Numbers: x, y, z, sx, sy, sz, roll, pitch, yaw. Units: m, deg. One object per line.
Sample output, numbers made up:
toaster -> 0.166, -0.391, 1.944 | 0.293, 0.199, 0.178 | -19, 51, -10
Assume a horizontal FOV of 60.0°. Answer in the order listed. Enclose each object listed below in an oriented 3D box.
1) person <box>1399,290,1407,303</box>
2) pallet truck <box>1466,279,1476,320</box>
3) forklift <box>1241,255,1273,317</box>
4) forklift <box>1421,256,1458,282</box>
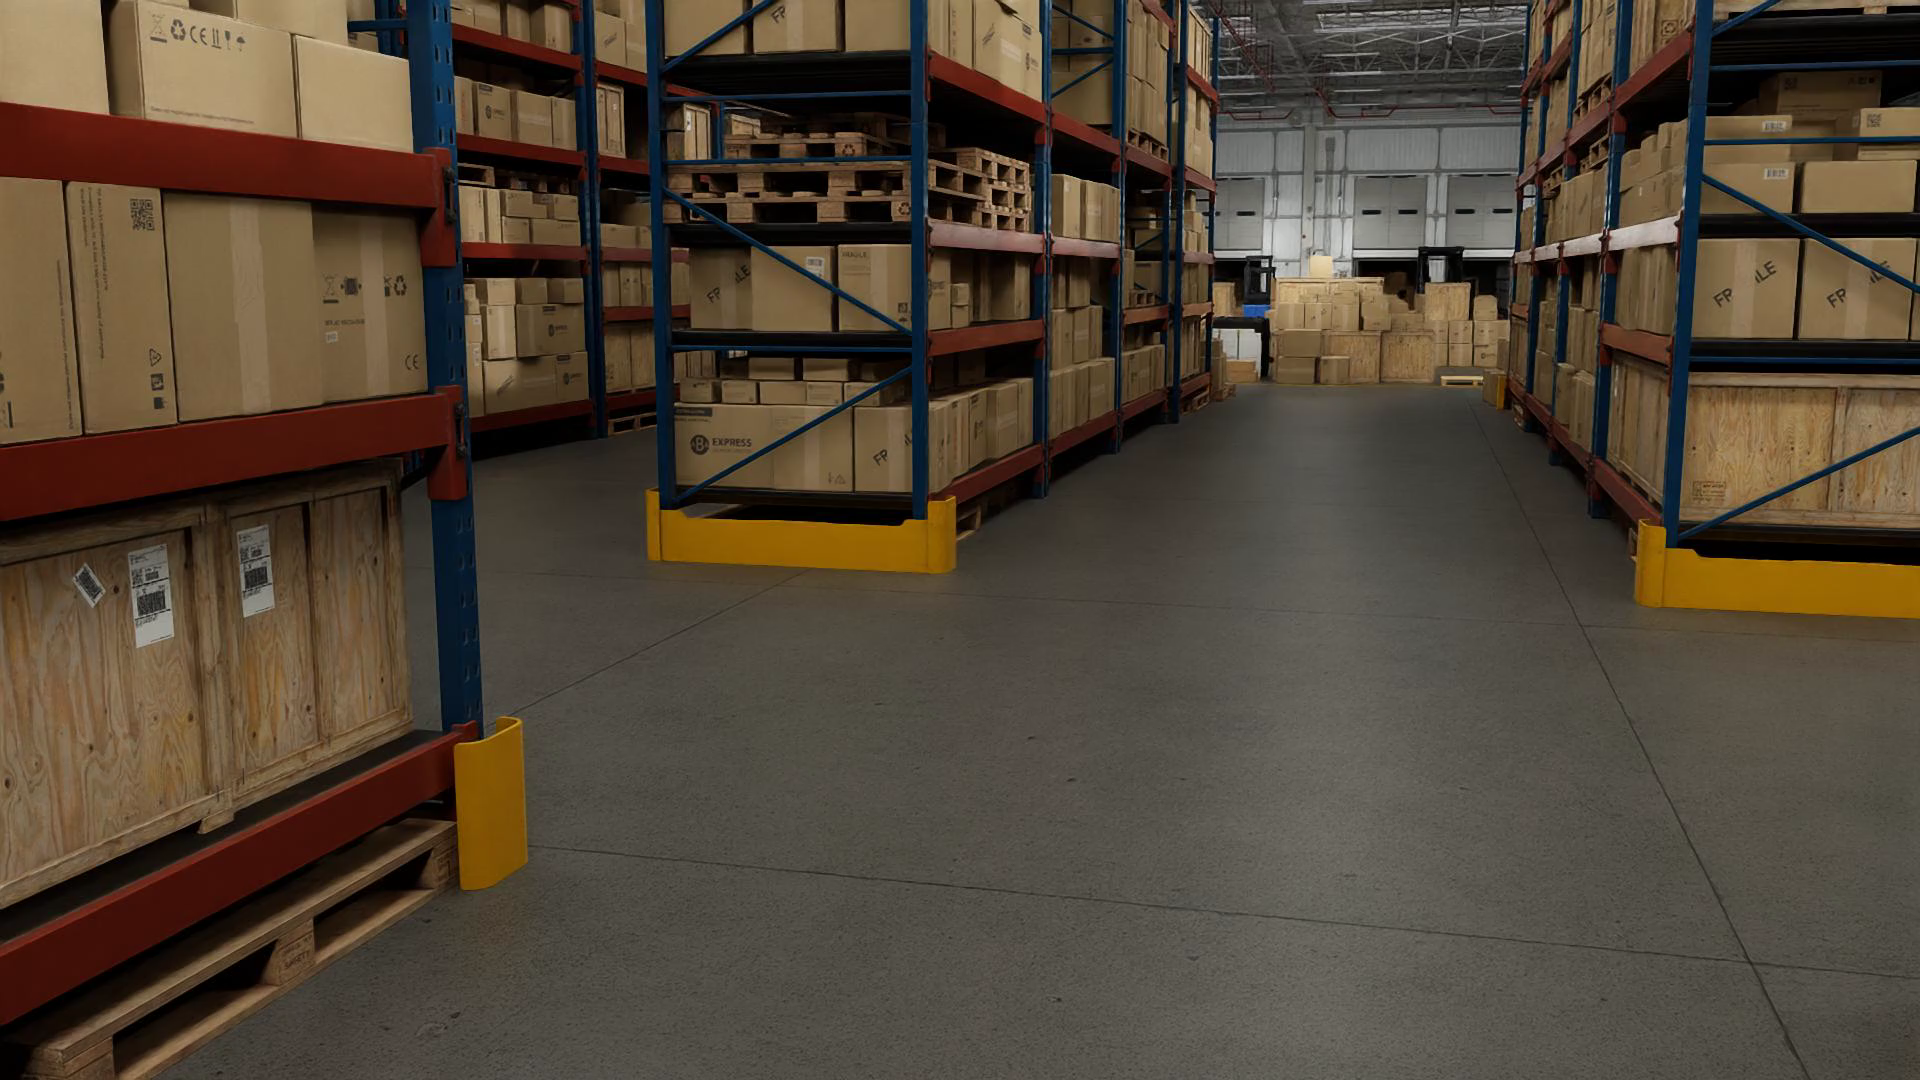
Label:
person -> 14.089, -7.132, 52.969 | 0.865, 1.646, 0.549 | 7, 11, 37
pallet truck -> 18.896, -8.459, 60.307 | 1.885, 1.965, 0.823 | 5, 10, 31
forklift -> 10.551, -8.662, 58.805 | 1.129, 2.768, 1.873 | 2, 9, 15
forklift -> 12.220, -6.096, 42.499 | 1.129, 2.768, 1.873 | 2, 9, 15
